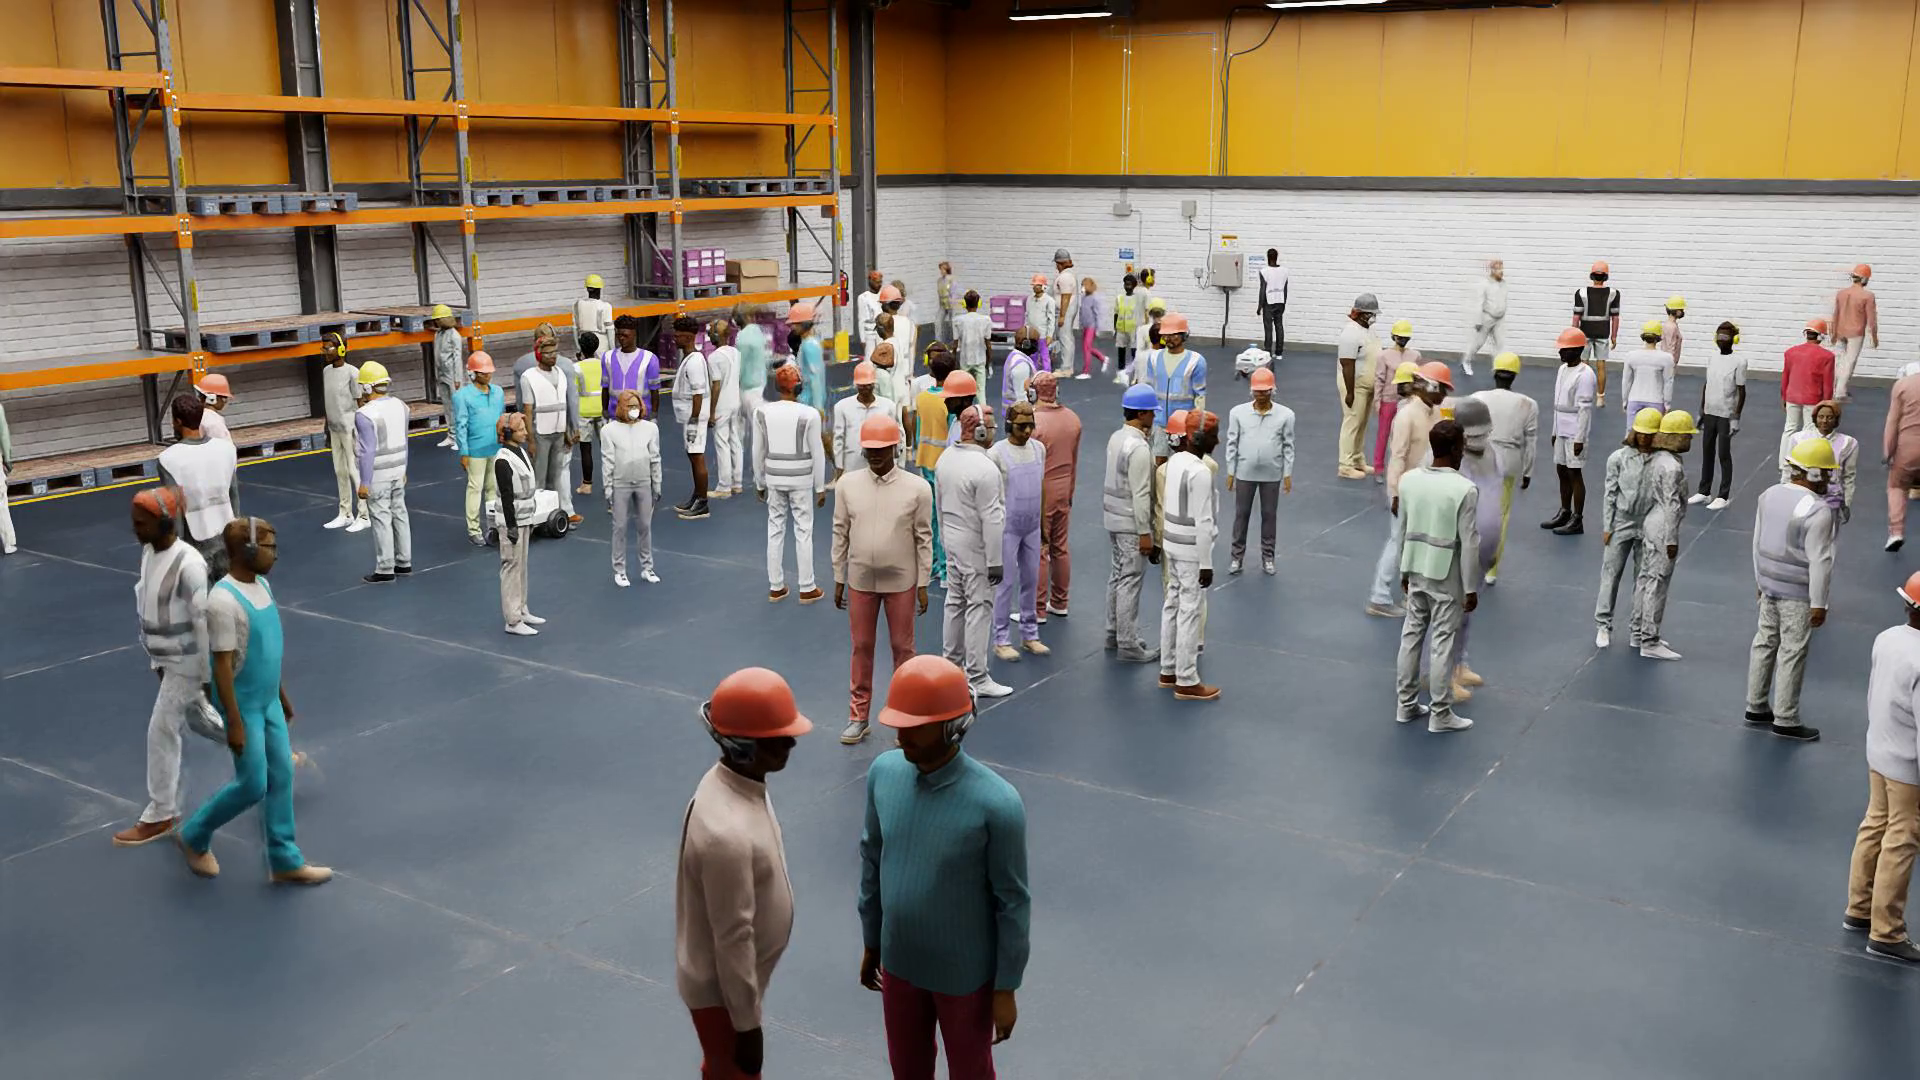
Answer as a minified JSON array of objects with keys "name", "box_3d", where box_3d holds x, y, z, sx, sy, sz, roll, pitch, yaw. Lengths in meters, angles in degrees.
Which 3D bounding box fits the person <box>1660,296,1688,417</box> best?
[{"name":"person","box_3d":[8.869,-2.163,20.793,0.309,1.769,0.523,3,13,14]}]

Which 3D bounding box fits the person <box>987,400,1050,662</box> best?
[{"name":"person","box_3d":[0.401,-0.067,11.558,0.516,1.835,0.355,-10,16,-36]}]

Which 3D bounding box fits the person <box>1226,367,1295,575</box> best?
[{"name":"person","box_3d":[2.506,-0.572,13.912,0.564,1.752,0.339,2,13,10]}]

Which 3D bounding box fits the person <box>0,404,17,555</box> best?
[{"name":"person","box_3d":[-8.560,-0.651,14.511,0.522,1.638,0.310,-10,16,-36]}]

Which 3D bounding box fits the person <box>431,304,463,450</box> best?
[{"name":"person","box_3d":[-6.154,-1.958,19.971,0.486,1.737,0.323,11,17,40]}]

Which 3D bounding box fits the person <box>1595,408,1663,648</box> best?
[{"name":"person","box_3d":[4.812,-0.080,11.817,0.484,1.739,0.313,1,13,6]}]

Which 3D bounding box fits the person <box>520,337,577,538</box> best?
[{"name":"person","box_3d":[-3.831,-0.965,15.415,0.393,1.846,0.564,6,14,26]}]

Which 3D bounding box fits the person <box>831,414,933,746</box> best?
[{"name":"person","box_3d":[-0.464,0.238,9.873,0.612,1.995,0.379,2,13,8]}]

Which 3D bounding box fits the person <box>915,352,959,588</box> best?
[{"name":"person","box_3d":[-0.147,-0.568,13.543,0.391,1.918,0.587,-9,16,-34]}]

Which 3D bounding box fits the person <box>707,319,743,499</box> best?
[{"name":"person","box_3d":[-2.427,-1.339,17.040,0.338,1.845,0.514,6,14,23]}]

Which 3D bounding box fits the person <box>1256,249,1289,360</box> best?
[{"name":"person","box_3d":[5.400,-4.064,28.717,0.587,1.913,0.393,-6,14,-25]}]

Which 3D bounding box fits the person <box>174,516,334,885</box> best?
[{"name":"person","box_3d":[-3.408,0.787,7.898,0.688,1.815,0.556,0,13,1]}]

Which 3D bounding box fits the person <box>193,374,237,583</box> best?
[{"name":"person","box_3d":[-6.028,-0.481,13.540,0.338,1.742,0.560,-10,16,-38]}]

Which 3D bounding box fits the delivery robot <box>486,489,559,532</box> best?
[{"name":"delivery robot","box_3d":[-3.981,-0.295,15.134,0.477,0.478,0.707,6,14,24]}]

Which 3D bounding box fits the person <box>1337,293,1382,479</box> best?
[{"name":"person","box_3d":[4.389,-1.692,18.146,0.535,2.000,0.685,7,15,29]}]

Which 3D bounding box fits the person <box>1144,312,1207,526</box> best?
[{"name":"person","box_3d":[1.998,-1.117,15.645,0.608,2.044,0.378,7,15,29]}]

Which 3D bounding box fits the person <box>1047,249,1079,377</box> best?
[{"name":"person","box_3d":[1.616,-3.623,26.520,0.535,2.000,0.685,3,13,13]}]

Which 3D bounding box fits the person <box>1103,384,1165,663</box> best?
[{"name":"person","box_3d":[1.201,-0.120,11.557,0.415,1.939,0.611,-2,13,-9]}]

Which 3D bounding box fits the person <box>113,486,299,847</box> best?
[{"name":"person","box_3d":[-3.958,0.603,8.626,0.926,1.852,0.586,-12,18,-42]}]

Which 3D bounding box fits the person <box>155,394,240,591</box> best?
[{"name":"person","box_3d":[-5.063,-0.018,11.150,0.396,1.919,0.590,6,14,25]}]

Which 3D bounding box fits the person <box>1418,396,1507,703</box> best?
[{"name":"person","box_3d":[3.257,0.016,10.737,0.701,2.000,0.622,-8,15,-32]}]

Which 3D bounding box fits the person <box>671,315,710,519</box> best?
[{"name":"person","box_3d":[-2.609,-1.193,16.144,0.362,1.965,0.612,-3,13,-13]}]

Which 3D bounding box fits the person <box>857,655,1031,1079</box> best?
[{"name":"person","box_3d":[-0.078,1.314,5.205,0.625,1.992,0.389,10,16,36]}]

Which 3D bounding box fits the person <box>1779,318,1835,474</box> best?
[{"name":"person","box_3d":[9.283,-1.558,18.222,0.354,1.741,0.567,-9,16,-35]}]

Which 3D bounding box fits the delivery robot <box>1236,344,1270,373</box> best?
[{"name":"delivery robot","box_3d":[4.615,-2.839,26.169,0.477,0.478,0.707,7,15,28]}]

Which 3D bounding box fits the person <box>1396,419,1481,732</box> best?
[{"name":"person","box_3d":[2.895,0.219,10.132,0.391,1.917,0.593,-9,16,-34]}]

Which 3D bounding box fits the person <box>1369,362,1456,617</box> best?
[{"name":"person","box_3d":[3.474,-0.381,12.682,0.428,1.953,0.631,12,18,42]}]

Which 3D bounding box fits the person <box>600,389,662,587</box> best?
[{"name":"person","box_3d":[-2.675,-0.428,13.580,0.492,1.625,0.279,-7,15,-26]}]

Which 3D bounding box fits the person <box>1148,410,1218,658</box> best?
[{"name":"person","box_3d":[1.529,-0.033,11.577,0.561,1.752,0.327,-11,17,-39]}]

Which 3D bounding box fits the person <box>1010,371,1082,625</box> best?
[{"name":"person","box_3d":[0.618,-0.320,12.493,0.409,1.905,0.651,11,17,40]}]

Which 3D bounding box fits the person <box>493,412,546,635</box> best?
[{"name":"person","box_3d":[-3.264,-0.125,12.229,0.307,1.641,0.513,-1,13,-2]}]

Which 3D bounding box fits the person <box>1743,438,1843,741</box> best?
[{"name":"person","box_3d":[5.027,0.288,10.019,0.403,1.827,0.599,-2,13,-9]}]

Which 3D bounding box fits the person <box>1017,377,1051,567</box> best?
[{"name":"person","box_3d":[0.661,-0.572,14.167,0.307,1.641,0.514,9,16,33]}]

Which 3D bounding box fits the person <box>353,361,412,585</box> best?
[{"name":"person","box_3d":[-4.750,-0.549,13.644,0.404,1.831,0.600,4,13,15]}]

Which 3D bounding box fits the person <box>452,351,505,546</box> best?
[{"name":"person","box_3d":[-4.294,-0.835,15.056,0.336,1.749,0.575,8,15,31]}]

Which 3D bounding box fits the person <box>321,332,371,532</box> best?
[{"name":"person","box_3d":[-5.779,-1.011,15.564,0.533,1.870,0.315,8,15,31]}]

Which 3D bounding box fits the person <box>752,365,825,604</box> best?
[{"name":"person","box_3d":[-1.328,-0.433,13.028,0.586,1.882,0.342,4,13,16]}]

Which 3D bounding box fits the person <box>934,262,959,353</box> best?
[{"name":"person","box_3d":[-0.272,-4.128,29.645,0.516,1.614,0.669,12,18,43]}]
